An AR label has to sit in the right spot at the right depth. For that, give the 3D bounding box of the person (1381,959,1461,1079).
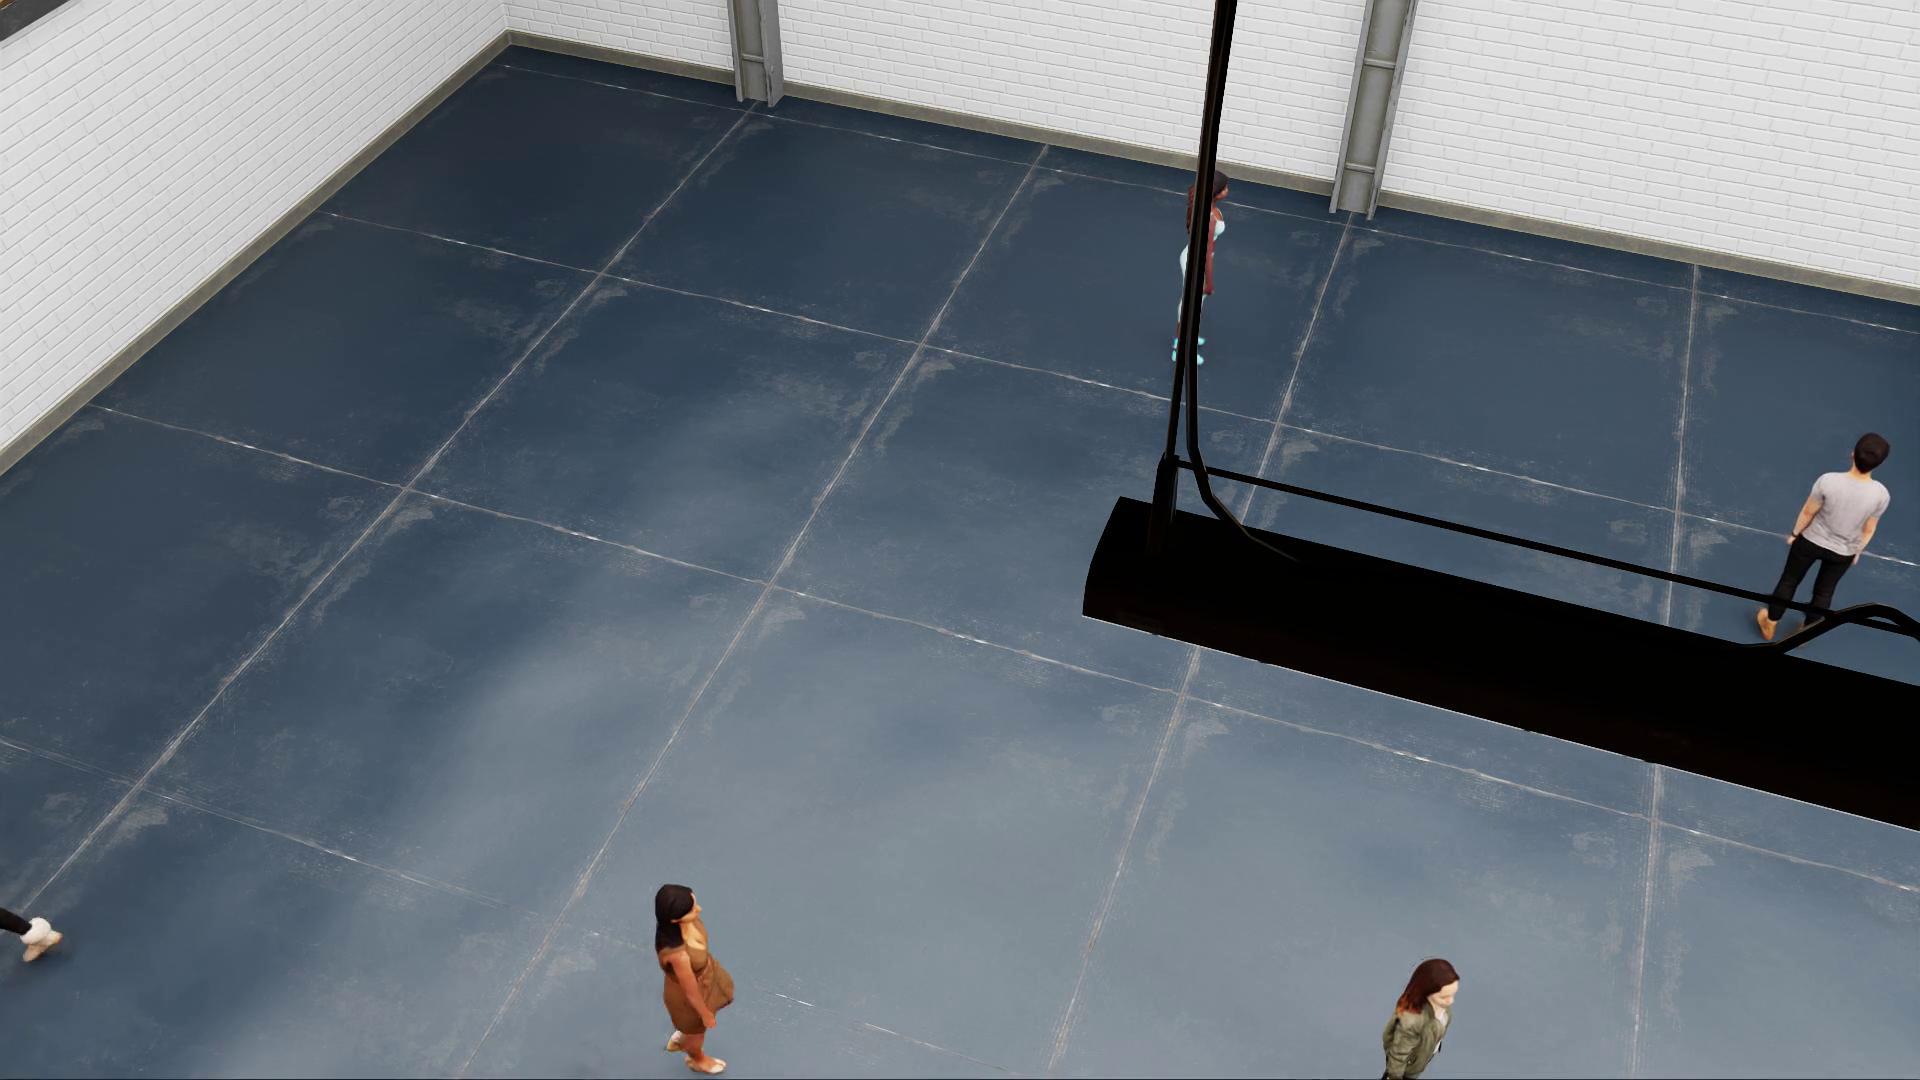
[{"bbox_3d":[2.266,2.554,8.353,0.616,1.475,0.646,32,52,29],"label":"person"}]

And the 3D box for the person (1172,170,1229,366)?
[{"bbox_3d":[1.867,-2.154,13.114,0.652,1.724,0.639,-3,44,-3],"label":"person"}]

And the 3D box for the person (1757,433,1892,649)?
[{"bbox_3d":[5.656,0.009,10.847,0.495,1.719,0.682,19,47,19],"label":"person"}]

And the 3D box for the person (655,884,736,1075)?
[{"bbox_3d":[-1.450,2.285,8.489,0.733,1.676,0.674,-2,44,-2],"label":"person"}]
